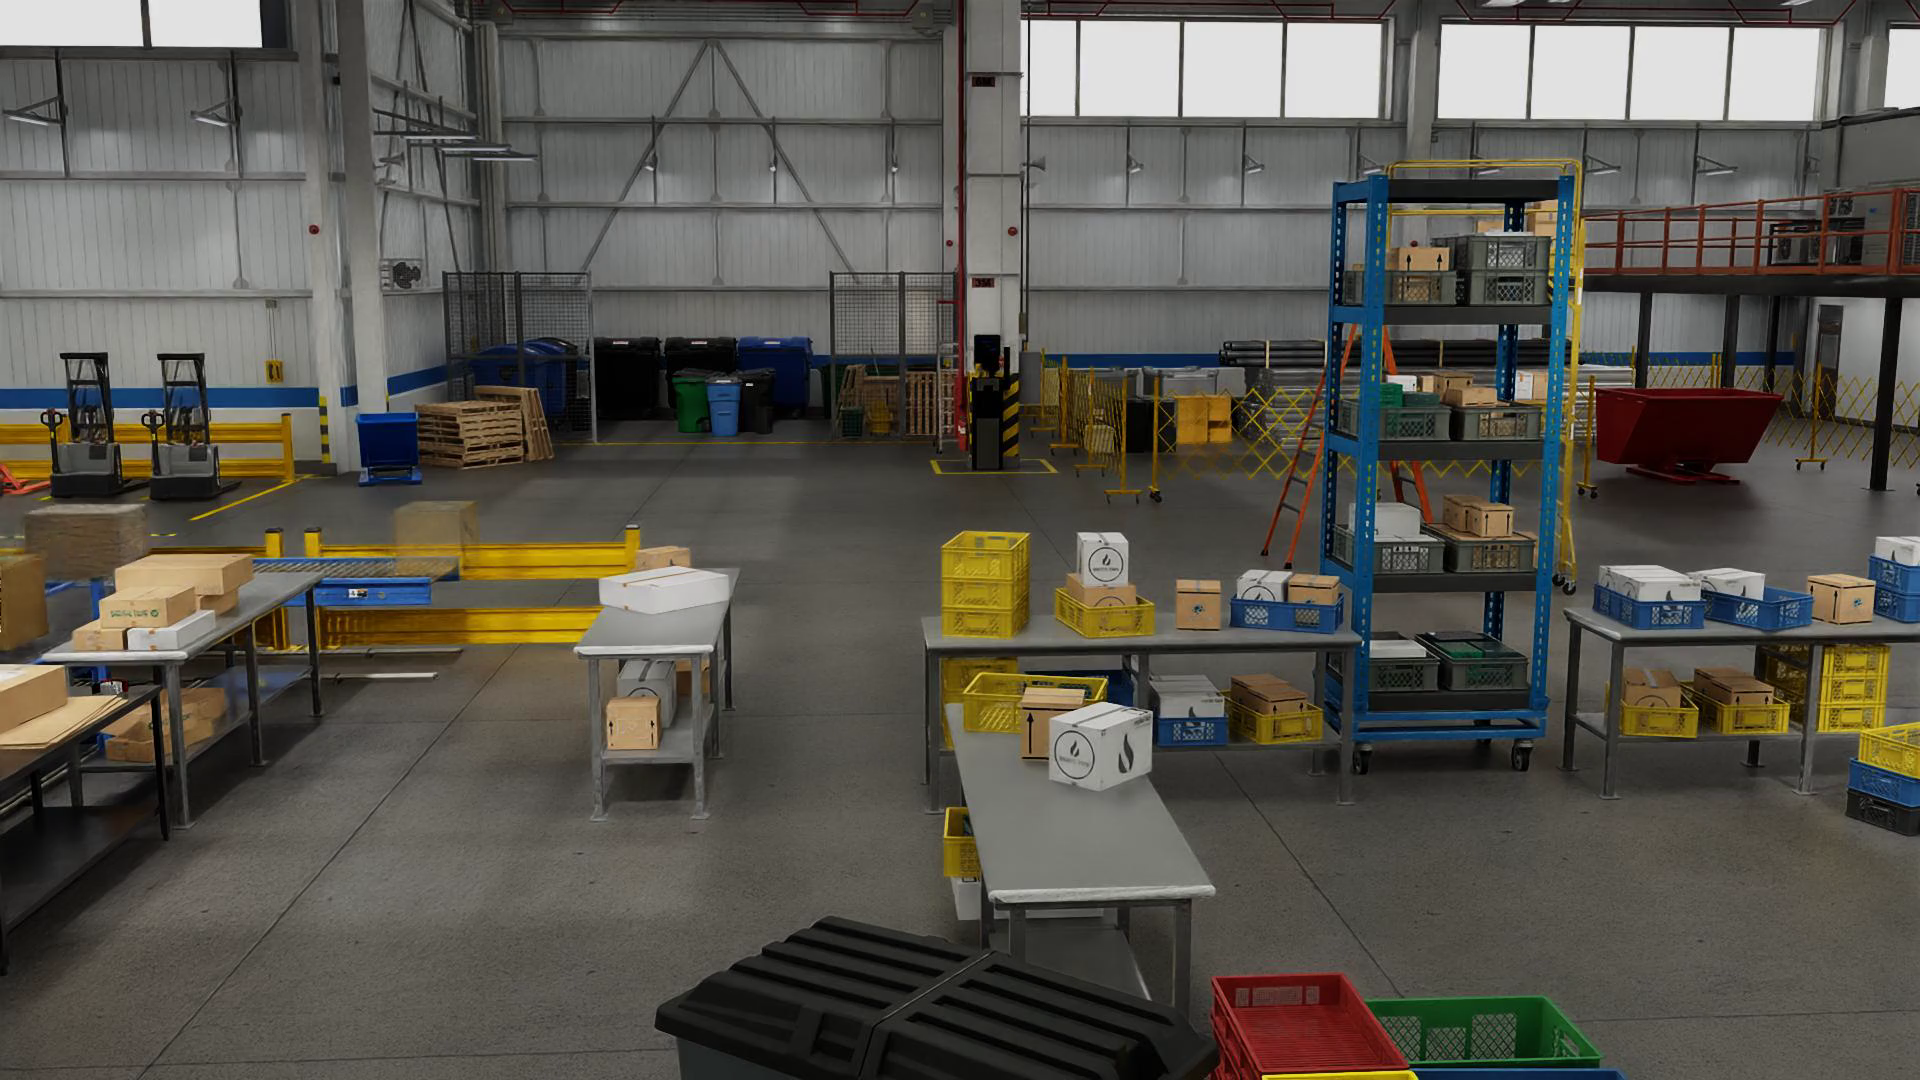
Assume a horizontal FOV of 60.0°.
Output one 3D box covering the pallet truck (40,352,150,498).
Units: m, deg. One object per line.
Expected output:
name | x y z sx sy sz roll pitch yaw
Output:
pallet truck | -11.907 -1.642 23.165 0.823 1.965 1.885 0 9 0

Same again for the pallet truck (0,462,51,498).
pallet truck | -13.193 -1.293 23.148 0.653 1.274 1.630 -1 9 -4

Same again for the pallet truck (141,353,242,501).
pallet truck | -10.520 -1.604 22.925 0.823 1.965 1.885 -1 9 -6
